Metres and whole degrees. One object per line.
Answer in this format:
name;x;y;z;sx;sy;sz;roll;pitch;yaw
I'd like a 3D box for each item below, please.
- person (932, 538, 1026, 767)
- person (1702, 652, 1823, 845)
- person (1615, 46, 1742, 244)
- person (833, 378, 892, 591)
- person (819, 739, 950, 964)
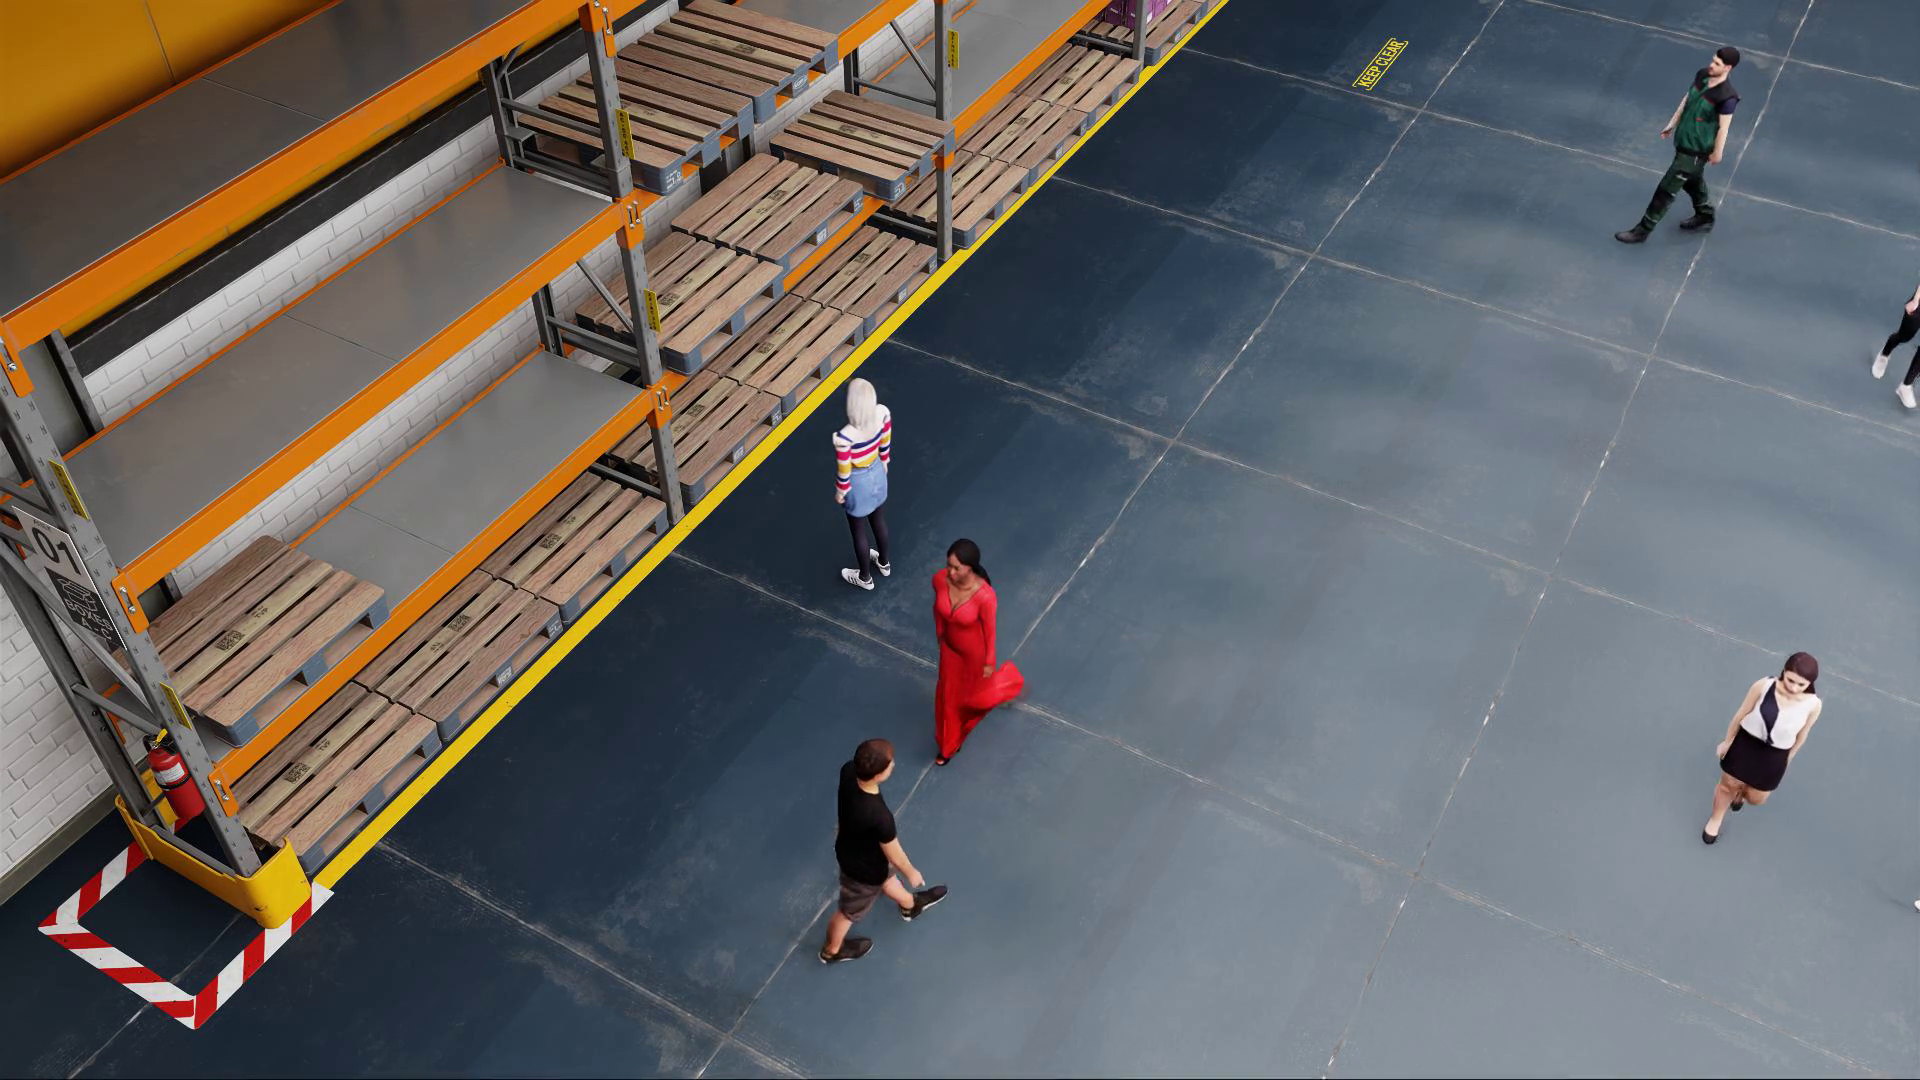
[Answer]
person;0.097;0.647;10.348;0.618;1.766;0.960;22;48;22
person;4.744;1.192;9.869;0.556;1.638;0.666;21;48;21
person;6.522;-3.469;14.600;1.202;1.860;1.250;-5;44;-5
person;-0.653;-0.394;11.410;0.758;1.809;0.541;33;52;29
person;-0.615;1.763;9.135;1.192;1.823;1.081;-16;46;-16
